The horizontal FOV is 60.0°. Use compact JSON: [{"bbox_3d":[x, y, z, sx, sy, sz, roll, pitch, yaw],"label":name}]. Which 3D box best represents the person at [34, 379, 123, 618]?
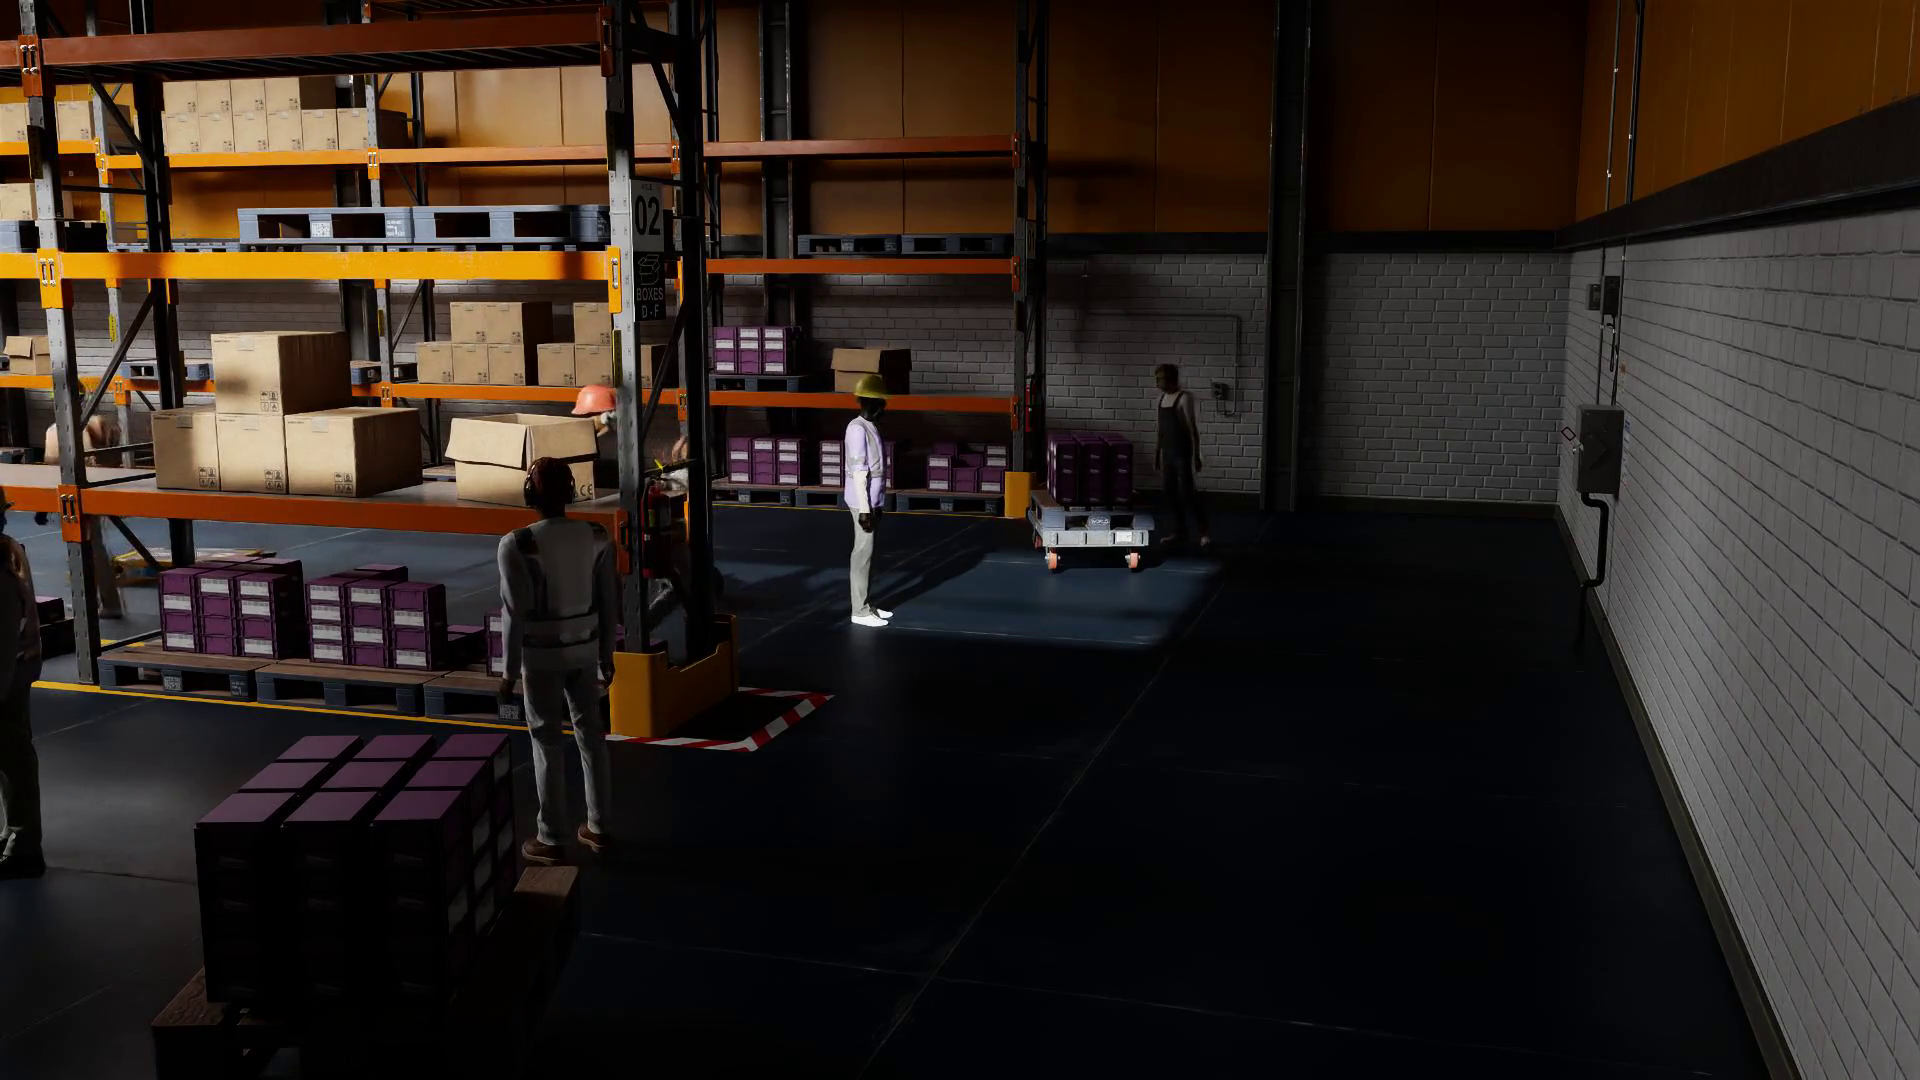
[{"bbox_3d":[-6.902,-0.329,12.980,0.754,1.897,0.605,2,9,10],"label":"person"}]

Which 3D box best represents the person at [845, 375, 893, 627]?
[{"bbox_3d":[-0.695,-0.306,12.782,0.369,1.925,0.591,1,9,5],"label":"person"}]

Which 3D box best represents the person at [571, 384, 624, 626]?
[{"bbox_3d":[-2.437,-0.078,11.277,0.692,1.966,0.626,-7,12,-36],"label":"person"}]

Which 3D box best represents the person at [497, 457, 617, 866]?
[{"bbox_3d":[-1.845,0.554,7.662,0.584,1.882,0.337,-8,13,-42],"label":"person"}]

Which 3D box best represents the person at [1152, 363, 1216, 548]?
[{"bbox_3d":[2.201,-0.832,16.368,0.490,1.804,0.636,-6,11,-31],"label":"person"}]

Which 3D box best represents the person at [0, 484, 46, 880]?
[{"bbox_3d":[-4.354,0.607,7.490,0.403,1.835,0.588,-5,11,-28],"label":"person"}]

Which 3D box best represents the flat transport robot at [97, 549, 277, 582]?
[{"bbox_3d":[-6.802,0.222,14.594,1.431,0.197,0.652,1,9,4],"label":"flat transport robot"}]

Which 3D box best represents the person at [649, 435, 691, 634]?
[{"bbox_3d":[-1.979,0.063,11.536,0.766,1.606,0.527,2,9,10],"label":"person"}]
